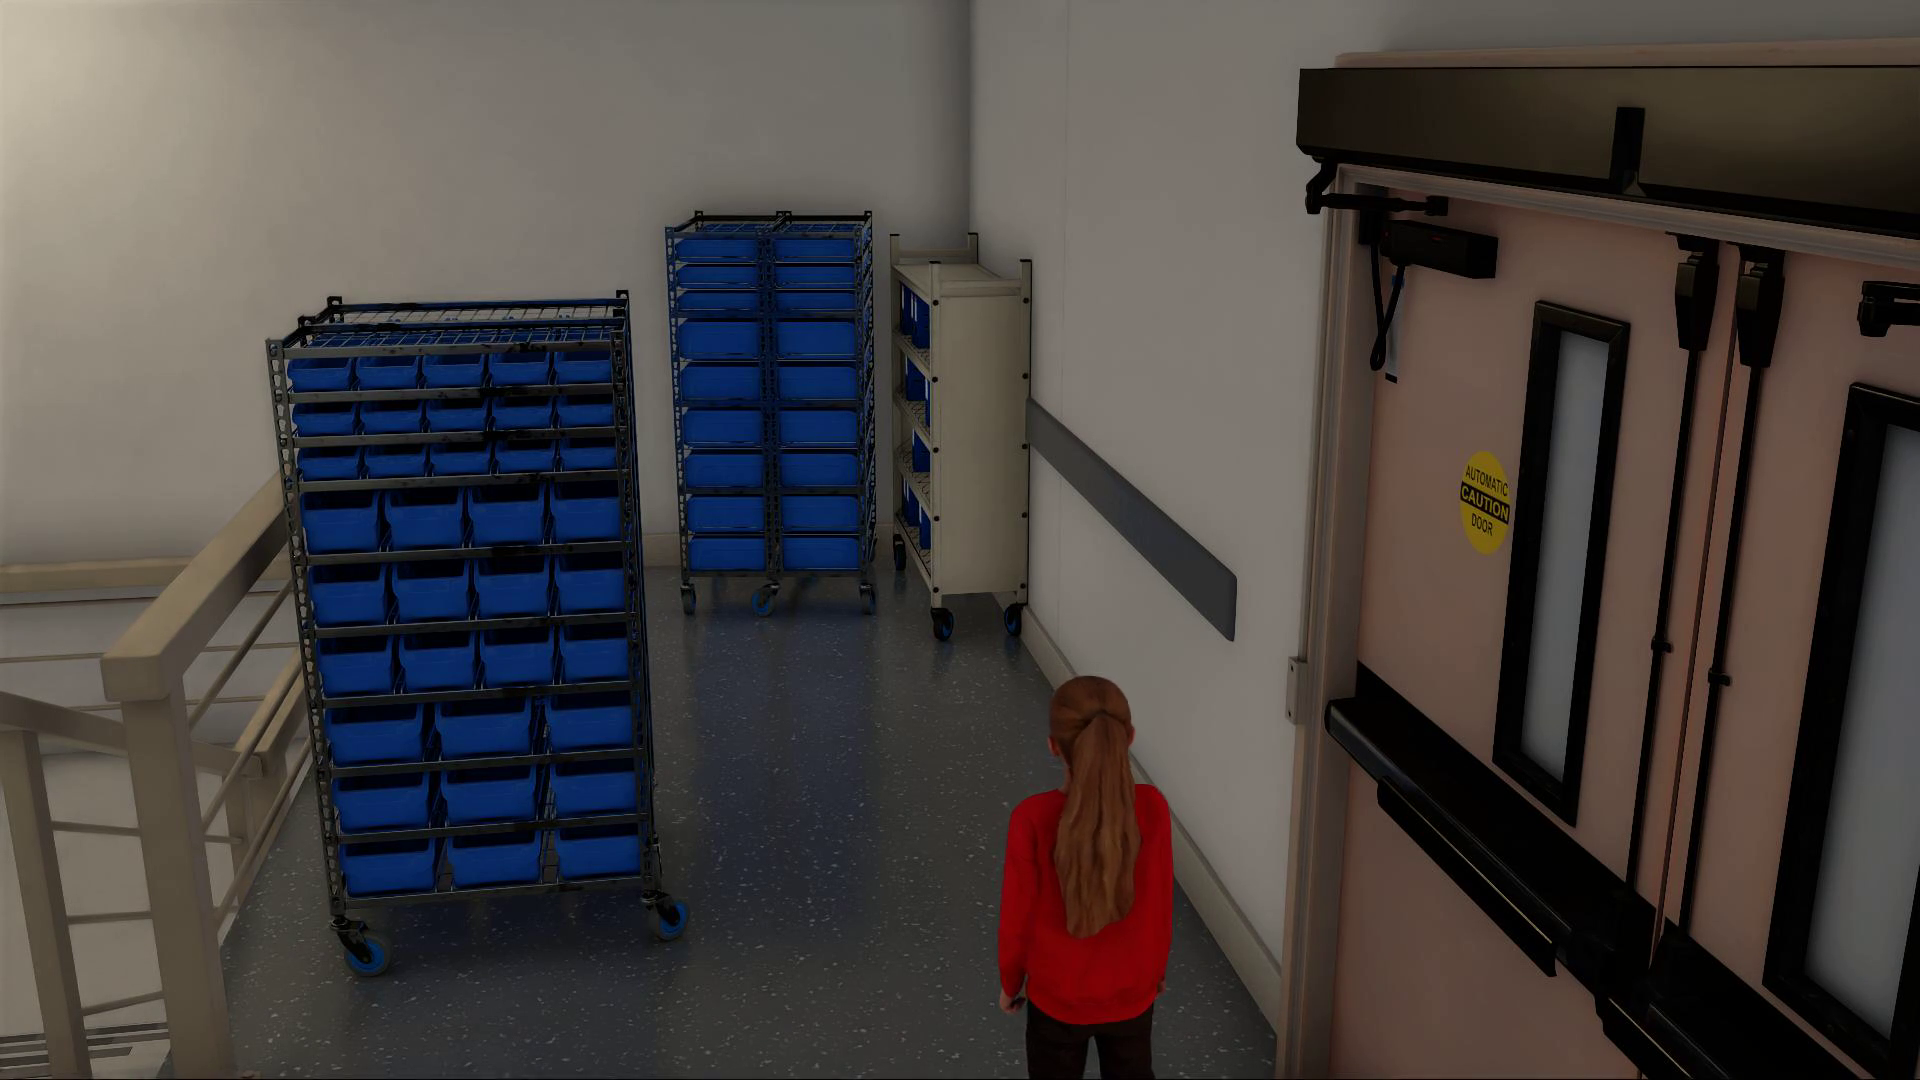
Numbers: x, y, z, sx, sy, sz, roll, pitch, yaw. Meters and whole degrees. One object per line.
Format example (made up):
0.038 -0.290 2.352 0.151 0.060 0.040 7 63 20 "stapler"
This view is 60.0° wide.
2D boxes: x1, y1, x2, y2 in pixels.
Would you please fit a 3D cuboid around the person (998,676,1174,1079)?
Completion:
0.254 0.876 3.280 0.503 1.281 0.504 -3 16 -10 "person"
